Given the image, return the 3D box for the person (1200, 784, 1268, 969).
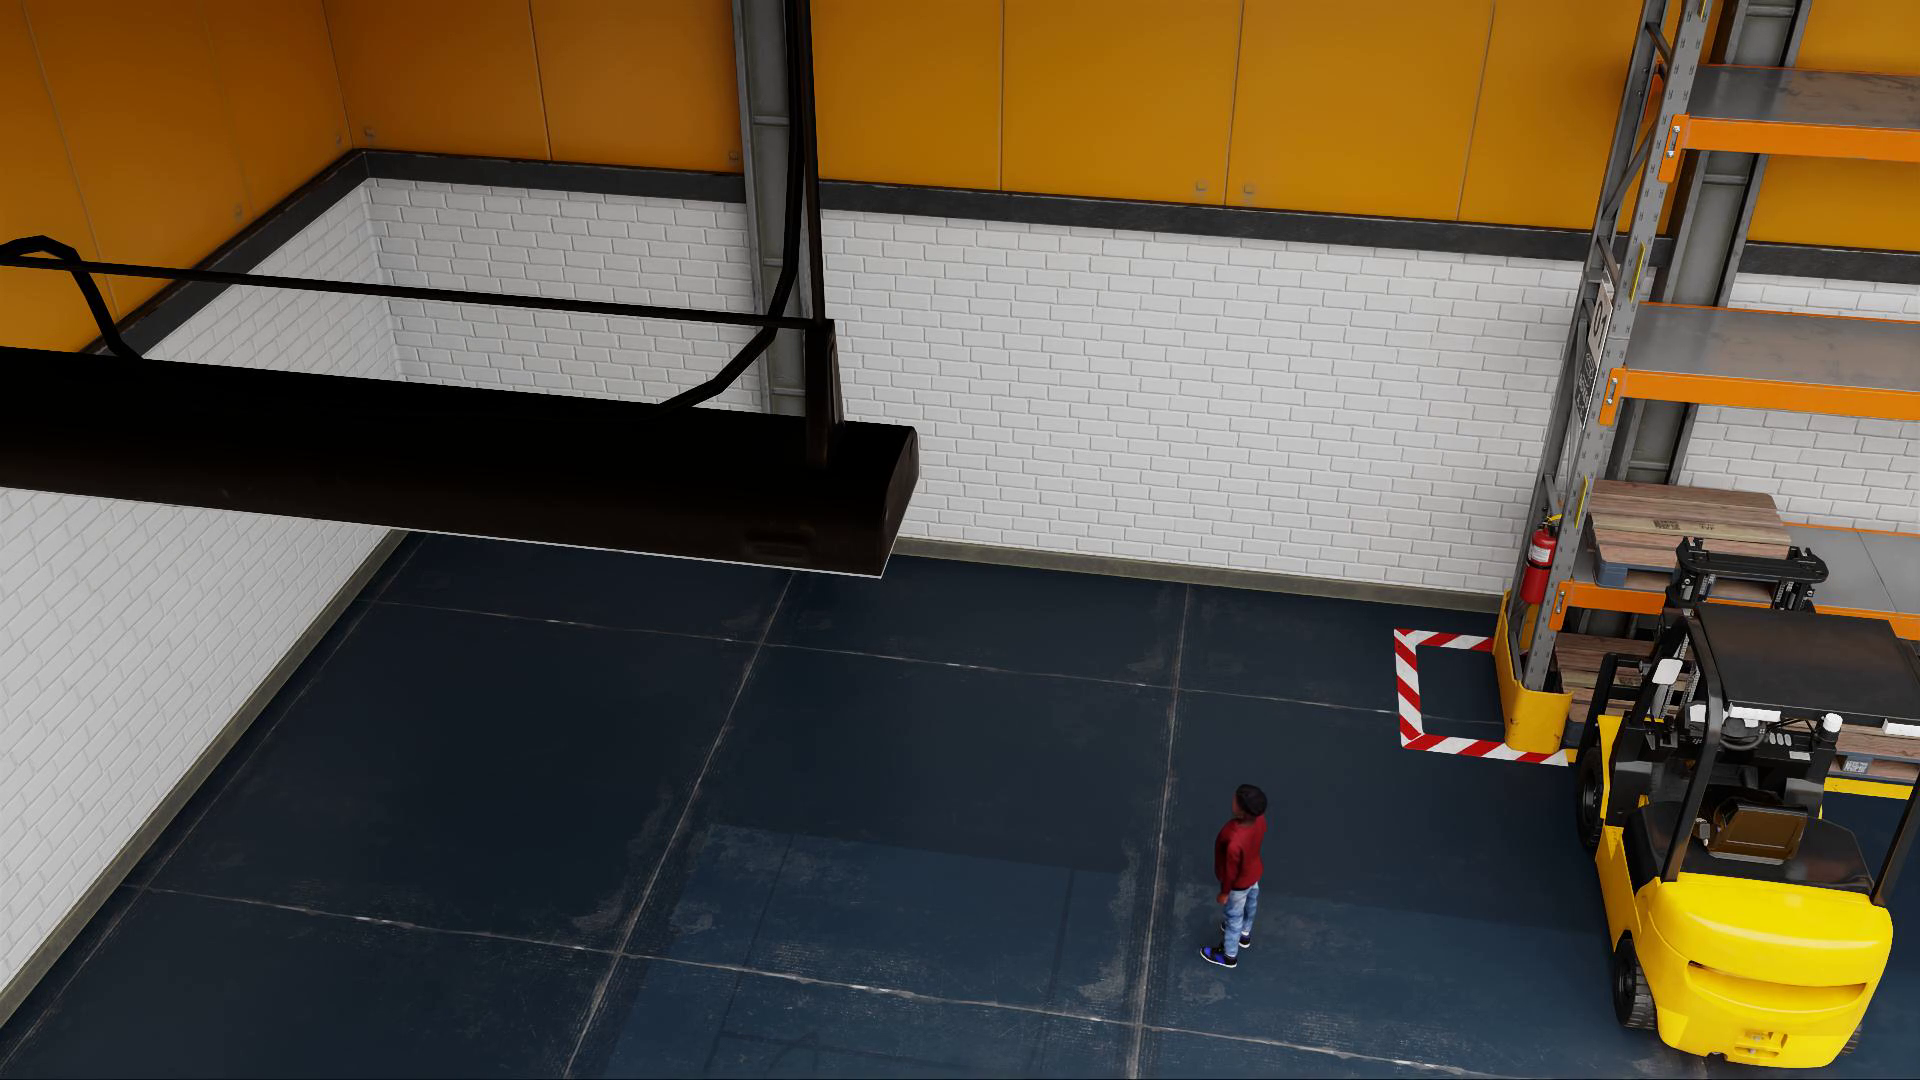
[{"bbox_3d":[1.567,1.853,9.252,0.600,1.256,0.576,23,40,31],"label":"person"}]
